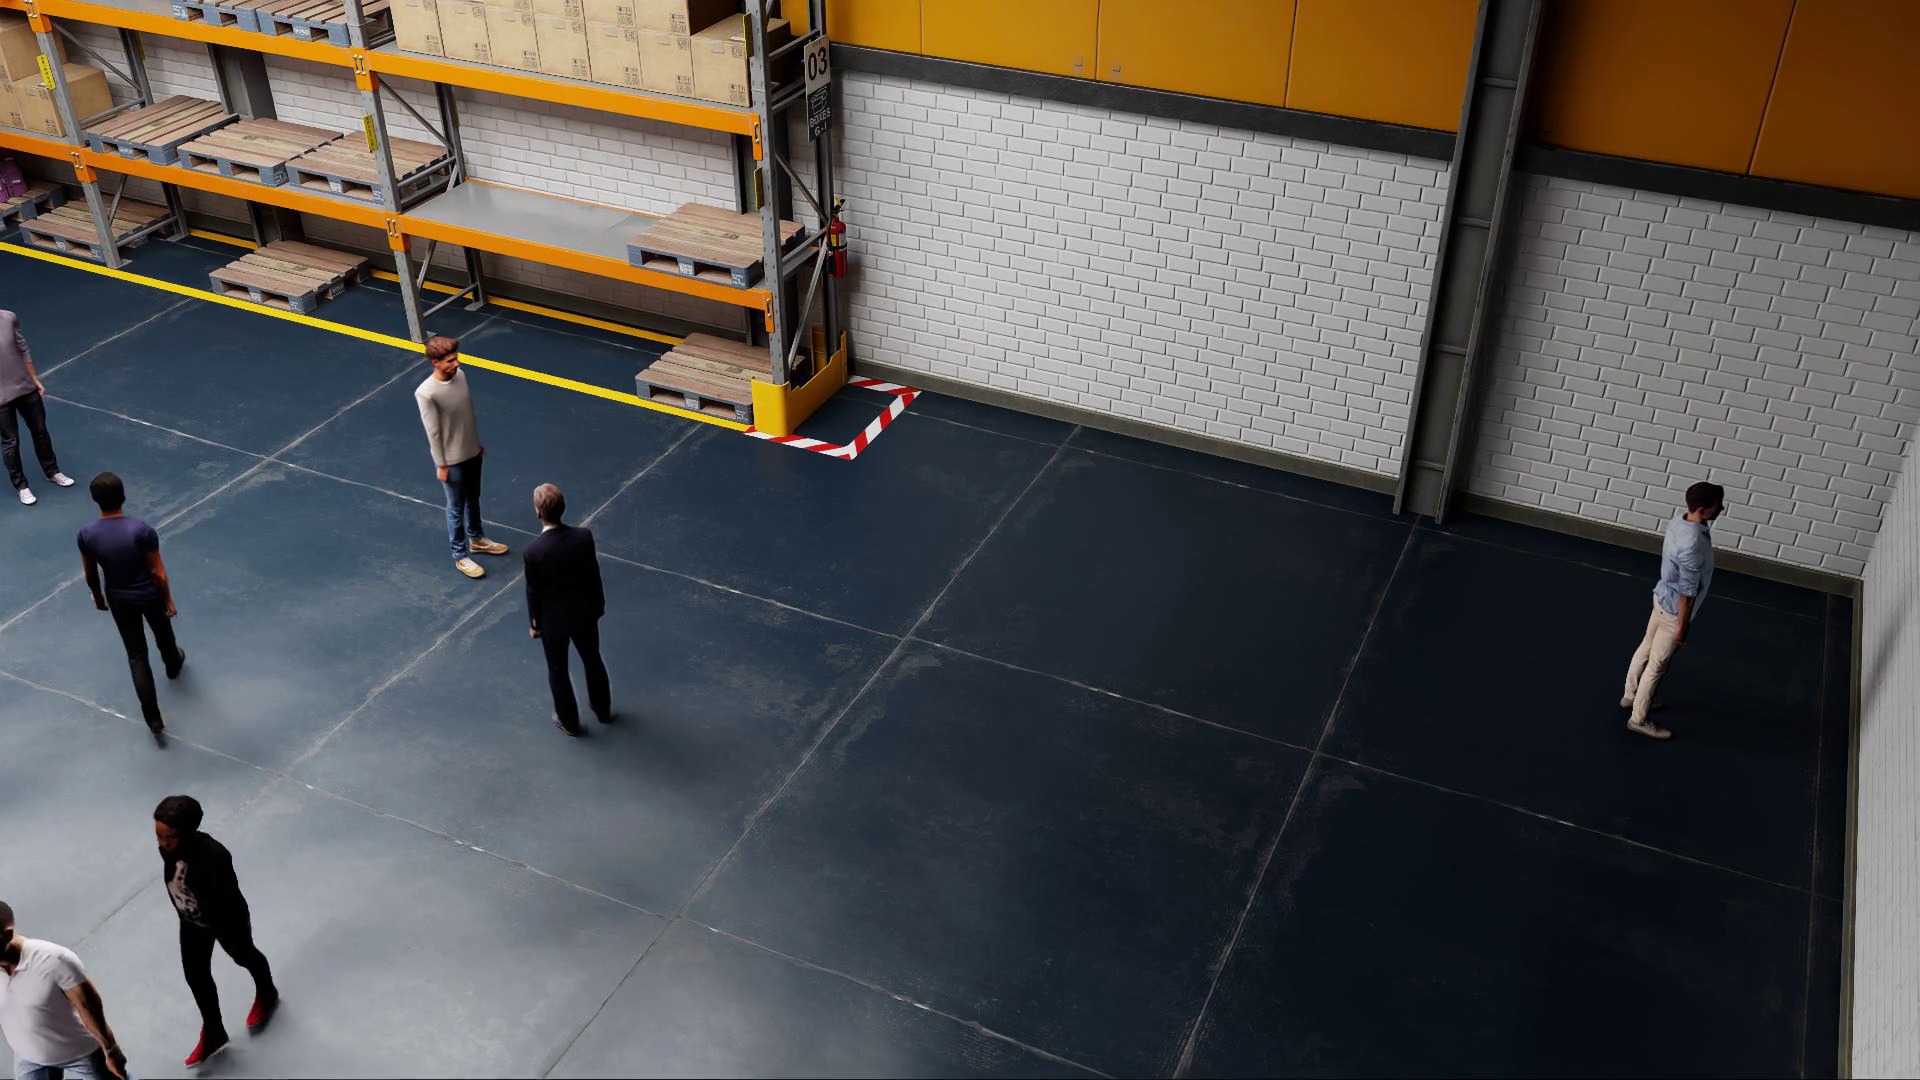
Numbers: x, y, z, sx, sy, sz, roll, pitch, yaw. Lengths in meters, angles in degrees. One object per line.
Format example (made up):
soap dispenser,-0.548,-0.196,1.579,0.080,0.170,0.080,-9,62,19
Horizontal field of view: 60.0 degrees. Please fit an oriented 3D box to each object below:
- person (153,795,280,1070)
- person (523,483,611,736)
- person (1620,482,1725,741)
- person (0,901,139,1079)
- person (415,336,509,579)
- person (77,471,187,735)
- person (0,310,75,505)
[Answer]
person,-3.823,1.905,8.645,0.819,1.652,0.746,9,35,14
person,-2.536,0.452,10.686,0.761,1.813,0.758,-23,40,-31
person,4.585,0.420,10.703,0.635,1.848,0.698,6,34,9
person,-4.234,2.313,7.872,0.965,1.830,1.015,-1,34,-1
person,-3.716,-0.641,12.253,0.605,1.898,0.677,11,35,16
person,-5.344,0.449,10.761,1.208,1.735,1.231,-10,35,-15
person,-7.520,-1.198,13.132,0.596,1.853,0.706,21,39,28
